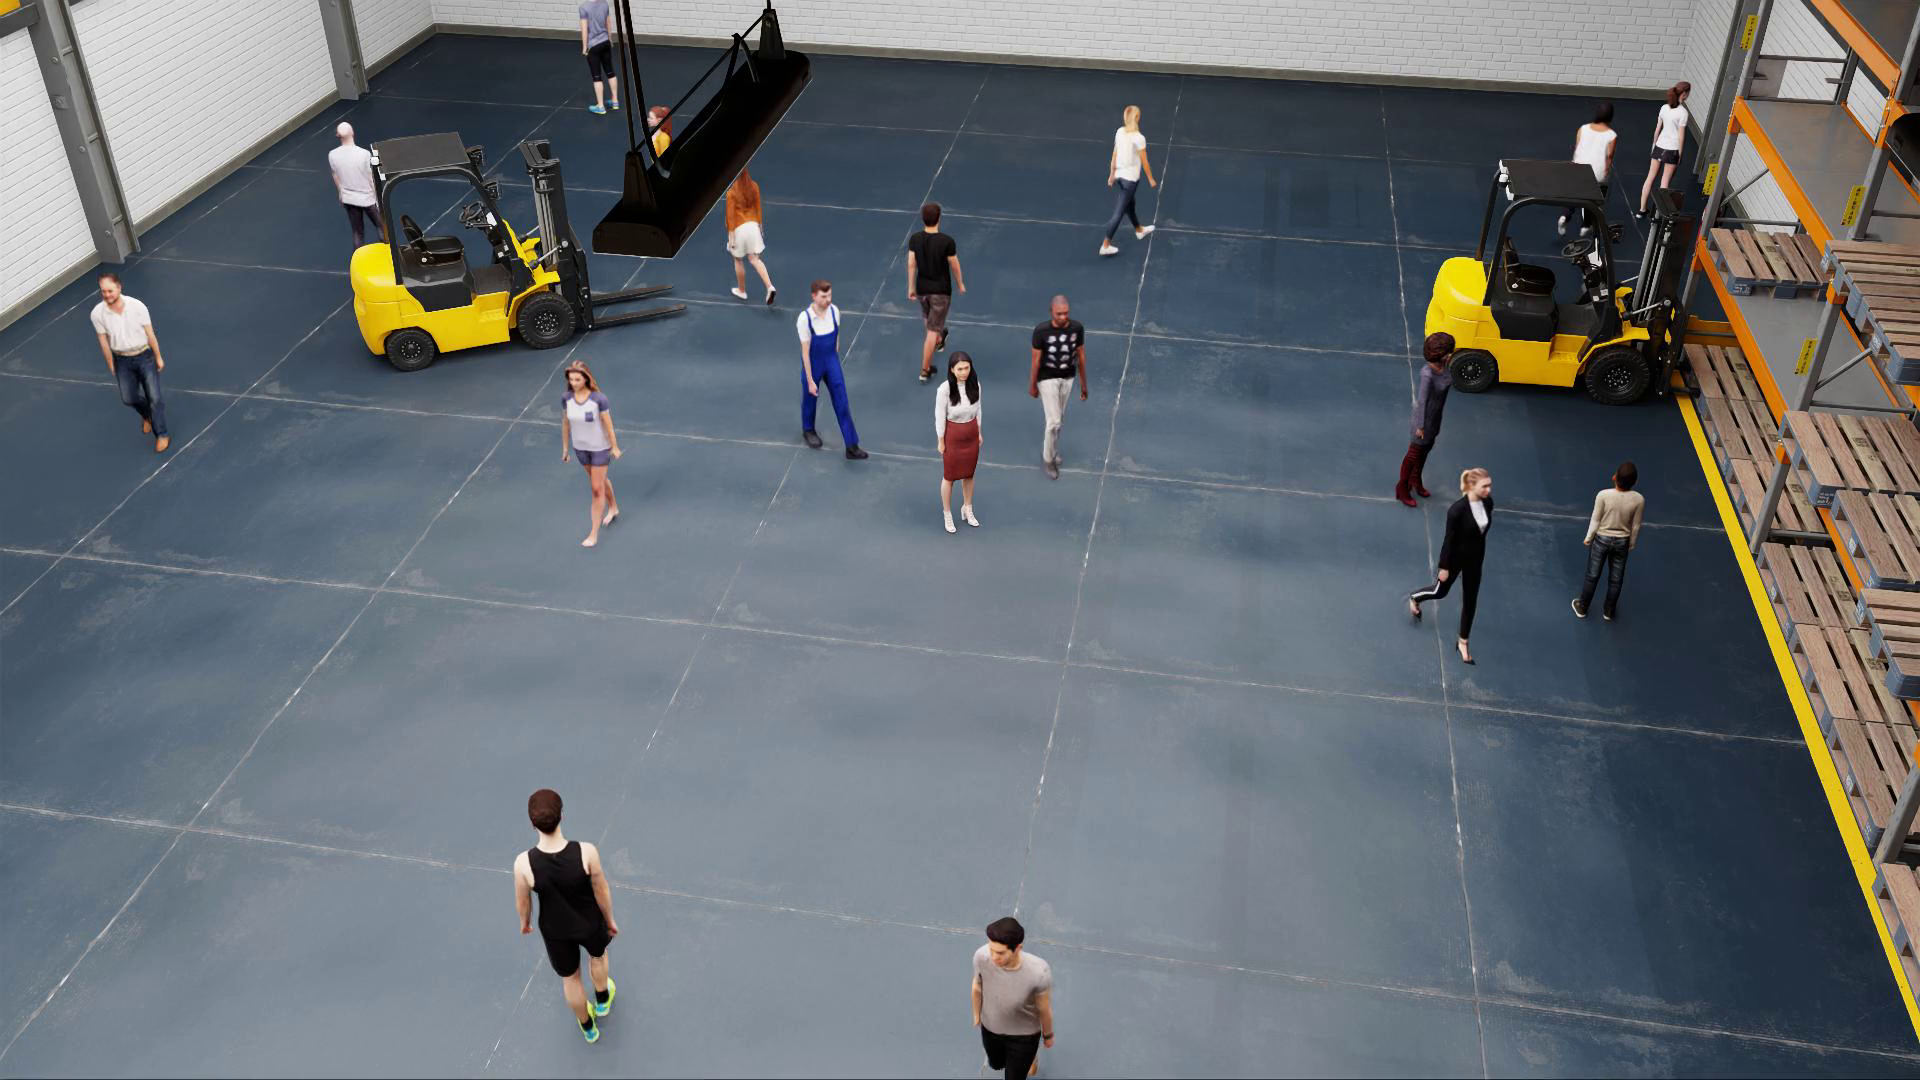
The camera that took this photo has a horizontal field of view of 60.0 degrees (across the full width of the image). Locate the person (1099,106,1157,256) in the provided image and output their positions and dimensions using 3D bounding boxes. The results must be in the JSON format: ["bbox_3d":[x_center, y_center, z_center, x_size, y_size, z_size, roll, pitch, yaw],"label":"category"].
[{"bbox_3d":[1.907,-4.226,19.738,1.146,1.769,1.118,-19,38,-26],"label":"person"}]

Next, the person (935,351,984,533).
[{"bbox_3d":[0.002,-0.874,14.713,0.672,1.751,0.700,-16,37,-22],"label":"person"}]

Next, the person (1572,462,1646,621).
[{"bbox_3d":[5.336,0.013,13.636,0.564,1.465,0.525,8,34,12],"label":"person"}]

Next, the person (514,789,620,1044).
[{"bbox_3d":[-2.294,2.299,9.819,0.859,1.883,0.876,-8,34,-12],"label":"person"}]

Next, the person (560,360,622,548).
[{"bbox_3d":[-3.210,-0.846,14.720,0.736,1.696,1.013,11,35,17],"label":"person"}]

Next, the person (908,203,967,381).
[{"bbox_3d":[-0.309,-2.522,17.137,0.860,1.811,1.246,13,36,19],"label":"person"}]

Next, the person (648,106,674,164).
[{"bbox_3d":[-3.541,-4.356,19.951,0.729,1.750,0.639,-12,35,-17],"label":"person"}]

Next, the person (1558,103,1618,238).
[{"bbox_3d":[7.617,-4.451,20.166,1.049,1.671,0.946,-24,41,-32],"label":"person"}]

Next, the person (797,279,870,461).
[{"bbox_3d":[-1.385,-1.660,15.850,1.147,1.800,1.224,-20,38,-27],"label":"person"}]

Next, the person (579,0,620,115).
[{"bbox_3d":[-5.217,-7.128,23.997,0.716,1.888,0.806,-28,43,-35],"label":"person"}]

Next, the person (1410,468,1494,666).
[{"bbox_3d":[3.929,0.144,13.246,1.009,1.679,1.151,-15,37,-22],"label":"person"}]

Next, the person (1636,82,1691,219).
[{"bbox_3d":[8.768,-4.818,20.644,0.722,1.752,0.659,-20,39,-28],"label":"person"}]

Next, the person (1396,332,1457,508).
[{"bbox_3d":[4.234,-1.110,15.107,0.705,1.707,0.596,24,41,32],"label":"person"}]

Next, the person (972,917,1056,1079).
[{"bbox_3d":[0.335,2.681,9.418,0.825,1.691,1.059,14,36,20],"label":"person"}]

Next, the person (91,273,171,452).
[{"bbox_3d":[-7.903,-1.779,15.994,0.840,1.840,0.923,-8,34,-12],"label":"person"}]

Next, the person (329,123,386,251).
[{"bbox_3d":[-6.947,-3.876,19.174,0.785,1.811,1.033,1,34,2],"label":"person"}]

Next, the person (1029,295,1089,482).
[{"bbox_3d":[0.883,-1.529,15.669,0.865,1.782,0.969,-12,35,-17],"label":"person"}]

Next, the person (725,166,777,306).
[{"bbox_3d":[-2.354,-3.401,18.562,1.015,1.698,1.050,-24,41,-32],"label":"person"}]
